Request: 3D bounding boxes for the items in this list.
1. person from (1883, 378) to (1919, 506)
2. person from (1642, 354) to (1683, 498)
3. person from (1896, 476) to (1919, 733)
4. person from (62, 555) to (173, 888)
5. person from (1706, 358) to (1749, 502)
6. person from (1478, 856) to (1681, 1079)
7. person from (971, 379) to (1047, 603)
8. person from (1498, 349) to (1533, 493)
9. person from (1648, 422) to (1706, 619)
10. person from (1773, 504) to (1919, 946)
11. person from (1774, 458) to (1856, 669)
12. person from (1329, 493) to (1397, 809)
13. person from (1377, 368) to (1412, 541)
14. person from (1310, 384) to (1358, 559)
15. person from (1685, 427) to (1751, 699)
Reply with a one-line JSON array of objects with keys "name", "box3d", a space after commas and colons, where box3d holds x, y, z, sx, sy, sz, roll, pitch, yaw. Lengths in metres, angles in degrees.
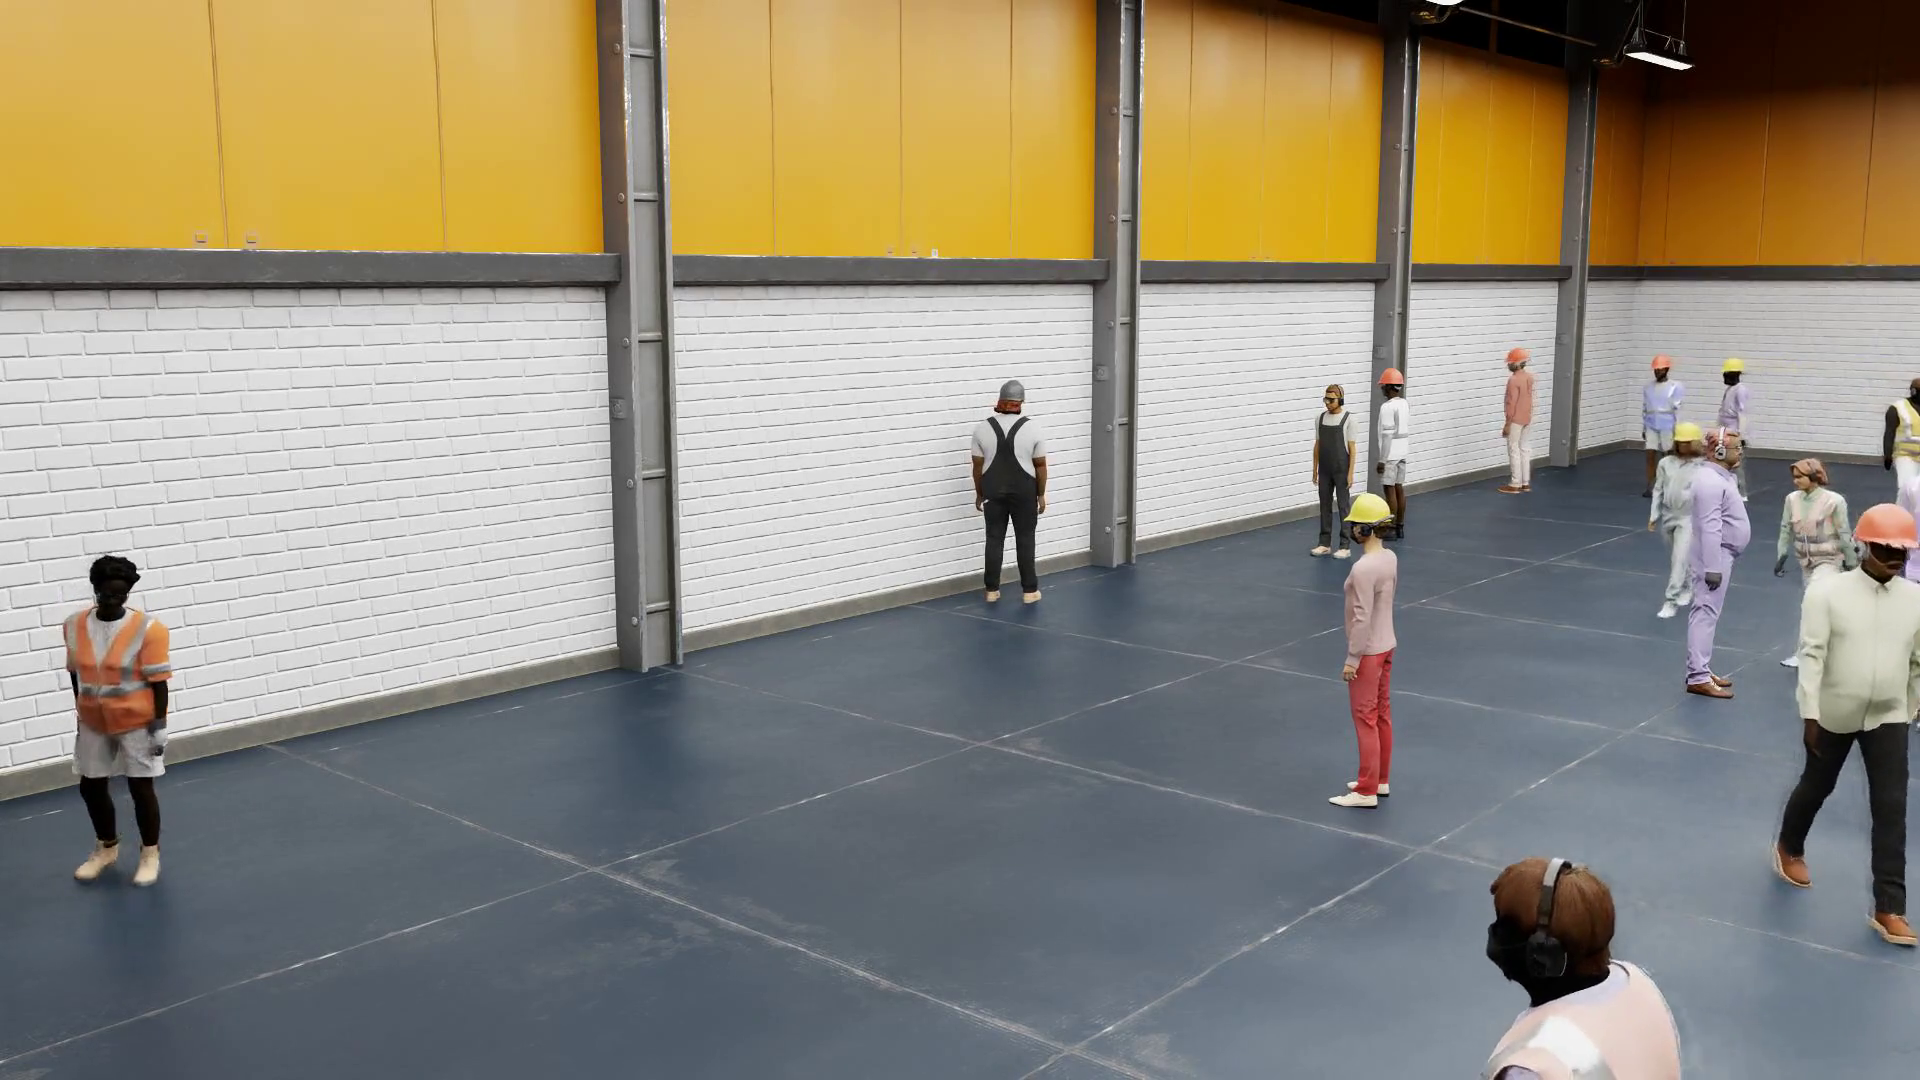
[{"name": "person", "box3d": [10.879, -0.932, 18.886, 0.629, 1.819, 0.565, 0, 9, -1]}, {"name": "person", "box3d": [9.447, -1.537, 22.360, 0.549, 1.925, 0.605, 9, 13, 44]}, {"name": "person", "box3d": [6.327, 0.262, 10.761, 0.428, 2.023, 0.631, -7, 11, -36]}, {"name": "person", "box3d": [-4.032, 0.874, 8.016, 0.553, 1.662, 0.408, 1, 9, 3]}, {"name": "person", "box3d": [9.971, -1.424, 21.778, 0.838, 1.893, 0.600, 2, 9, 14]}, {"name": "person", "box3d": [1.222, 1.531, 3.523, 0.945, 1.792, 0.634, 9, 12, 43]}, {"name": "person", "box3d": [0.467, -0.451, 15.188, 0.688, 2.000, 0.536, 2, 9, 13]}, {"name": "person", "box3d": [7.636, -1.619, 22.778, 0.372, 1.977, 0.725, 8, 12, 43]}, {"name": "person", "box3d": [6.392, -0.201, 14.666, 0.876, 1.707, 0.480, -8, 12, -41]}, {"name": "person", "box3d": [4.164, 0.781, 7.744, 0.611, 1.958, 1.004, 1, 9, 6]}, {"name": "person", "box3d": [6.440, 0.184, 12.551, 0.755, 1.601, 0.535, -3, 10, -18]}, {"name": "person", "box3d": [2.275, 0.619, 9.333, 0.310, 1.768, 0.533, 6, 11, 32]}, {"name": "person", "box3d": [4.828, -0.954, 18.666, 0.375, 1.939, 0.546, 8, 12, 40]}, {"name": "person", "box3d": [3.943, -0.726, 17.556, 0.505, 1.842, 0.332, 9, 12, 43]}, {"name": "person", "box3d": [5.385, 0.151, 11.834, 0.409, 1.909, 0.640, 4, 10, 24]}]
